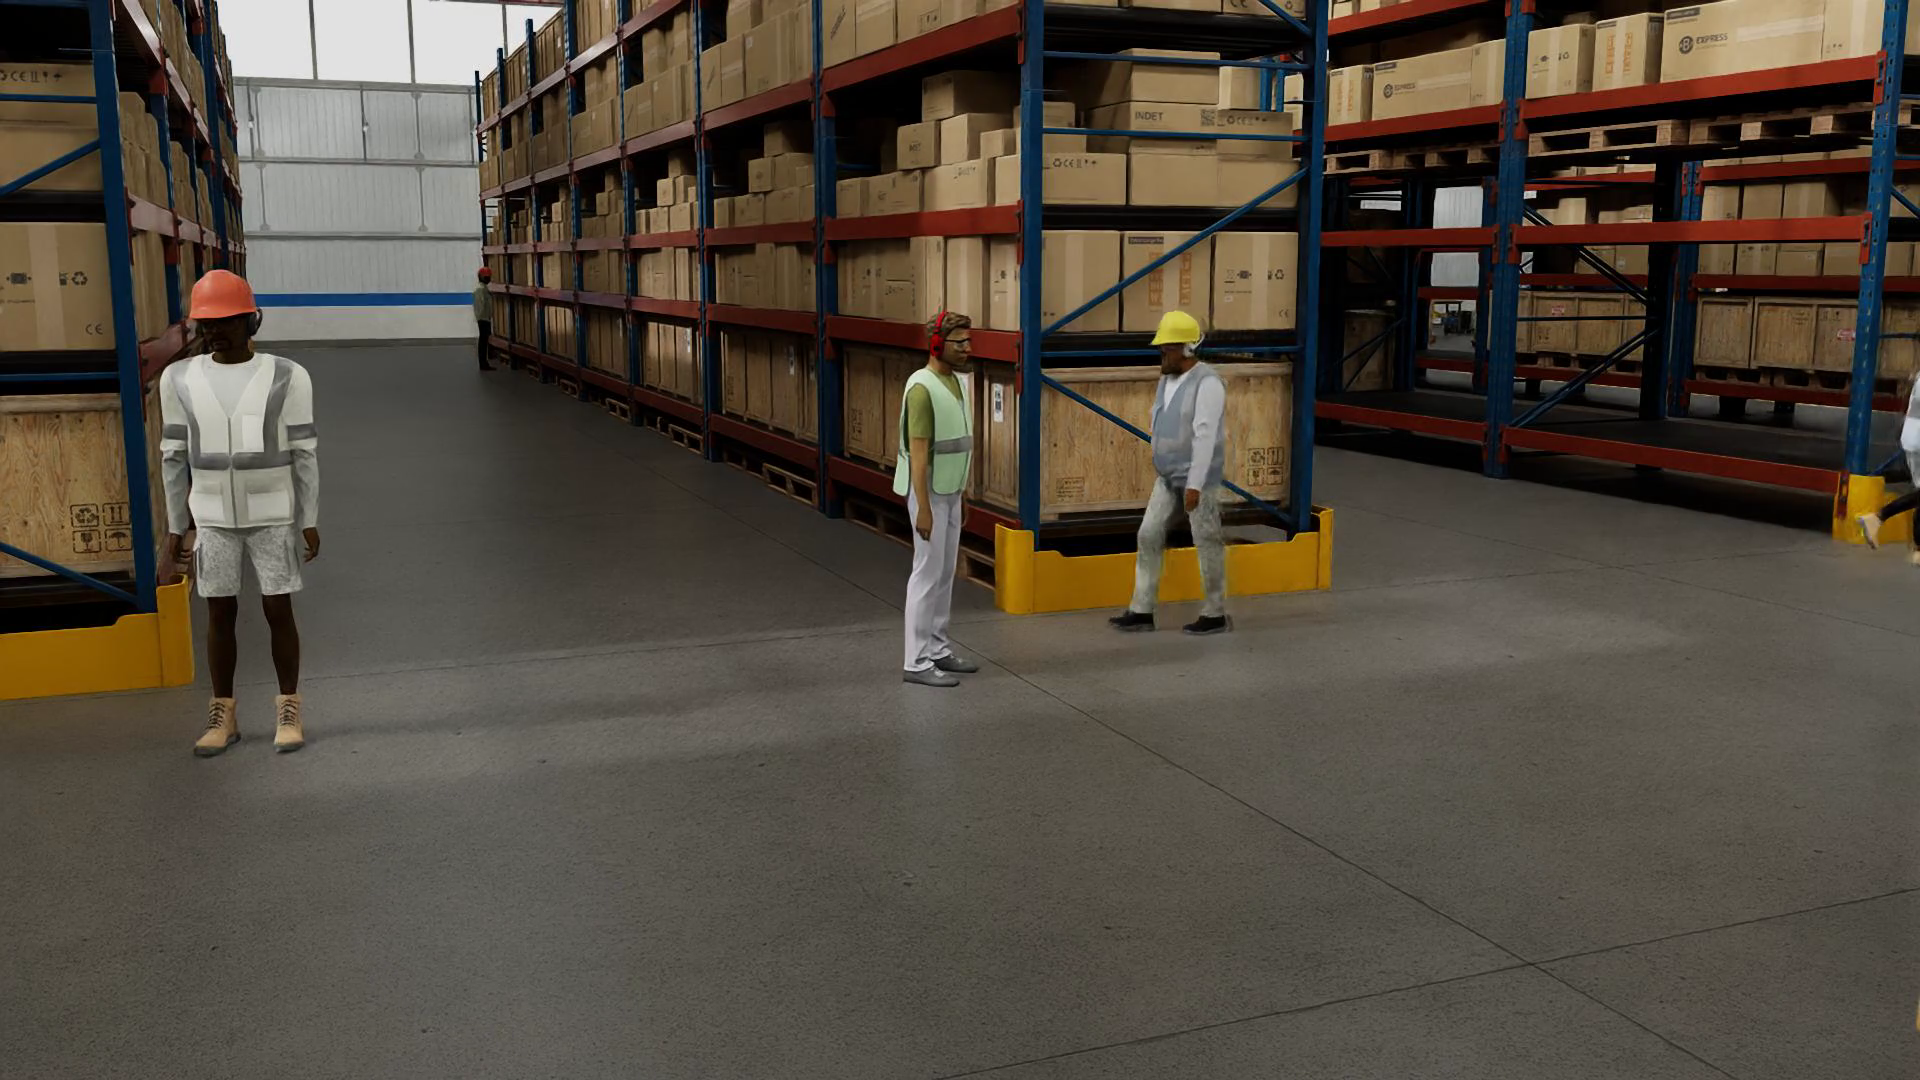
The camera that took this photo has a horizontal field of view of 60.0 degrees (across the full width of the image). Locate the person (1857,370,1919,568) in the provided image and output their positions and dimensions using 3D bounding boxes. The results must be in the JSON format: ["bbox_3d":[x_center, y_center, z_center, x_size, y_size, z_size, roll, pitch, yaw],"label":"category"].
[{"bbox_3d":[6.503,-0.645,11.321,0.558,1.686,0.540,7,12,37],"label":"person"}]

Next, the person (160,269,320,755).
[{"bbox_3d":[-3.010,-0.101,6.972,0.614,2.041,0.393,-2,10,-10],"label":"person"}]

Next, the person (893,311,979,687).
[{"bbox_3d":[-0.127,-0.204,8.215,0.381,1.836,0.564,3,10,19],"label":"person"}]

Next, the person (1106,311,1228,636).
[{"bbox_3d":[1.174,-0.342,9.143,0.763,1.796,0.619,-5,11,-26],"label":"person"}]

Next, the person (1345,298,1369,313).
[{"bbox_3d":[5.575,-2.693,23.361,0.529,1.757,0.517,-6,11,-30],"label":"person"}]

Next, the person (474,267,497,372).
[{"bbox_3d":[-9.051,-4.198,31.678,0.388,1.987,0.608,-3,10,-17],"label":"person"}]
